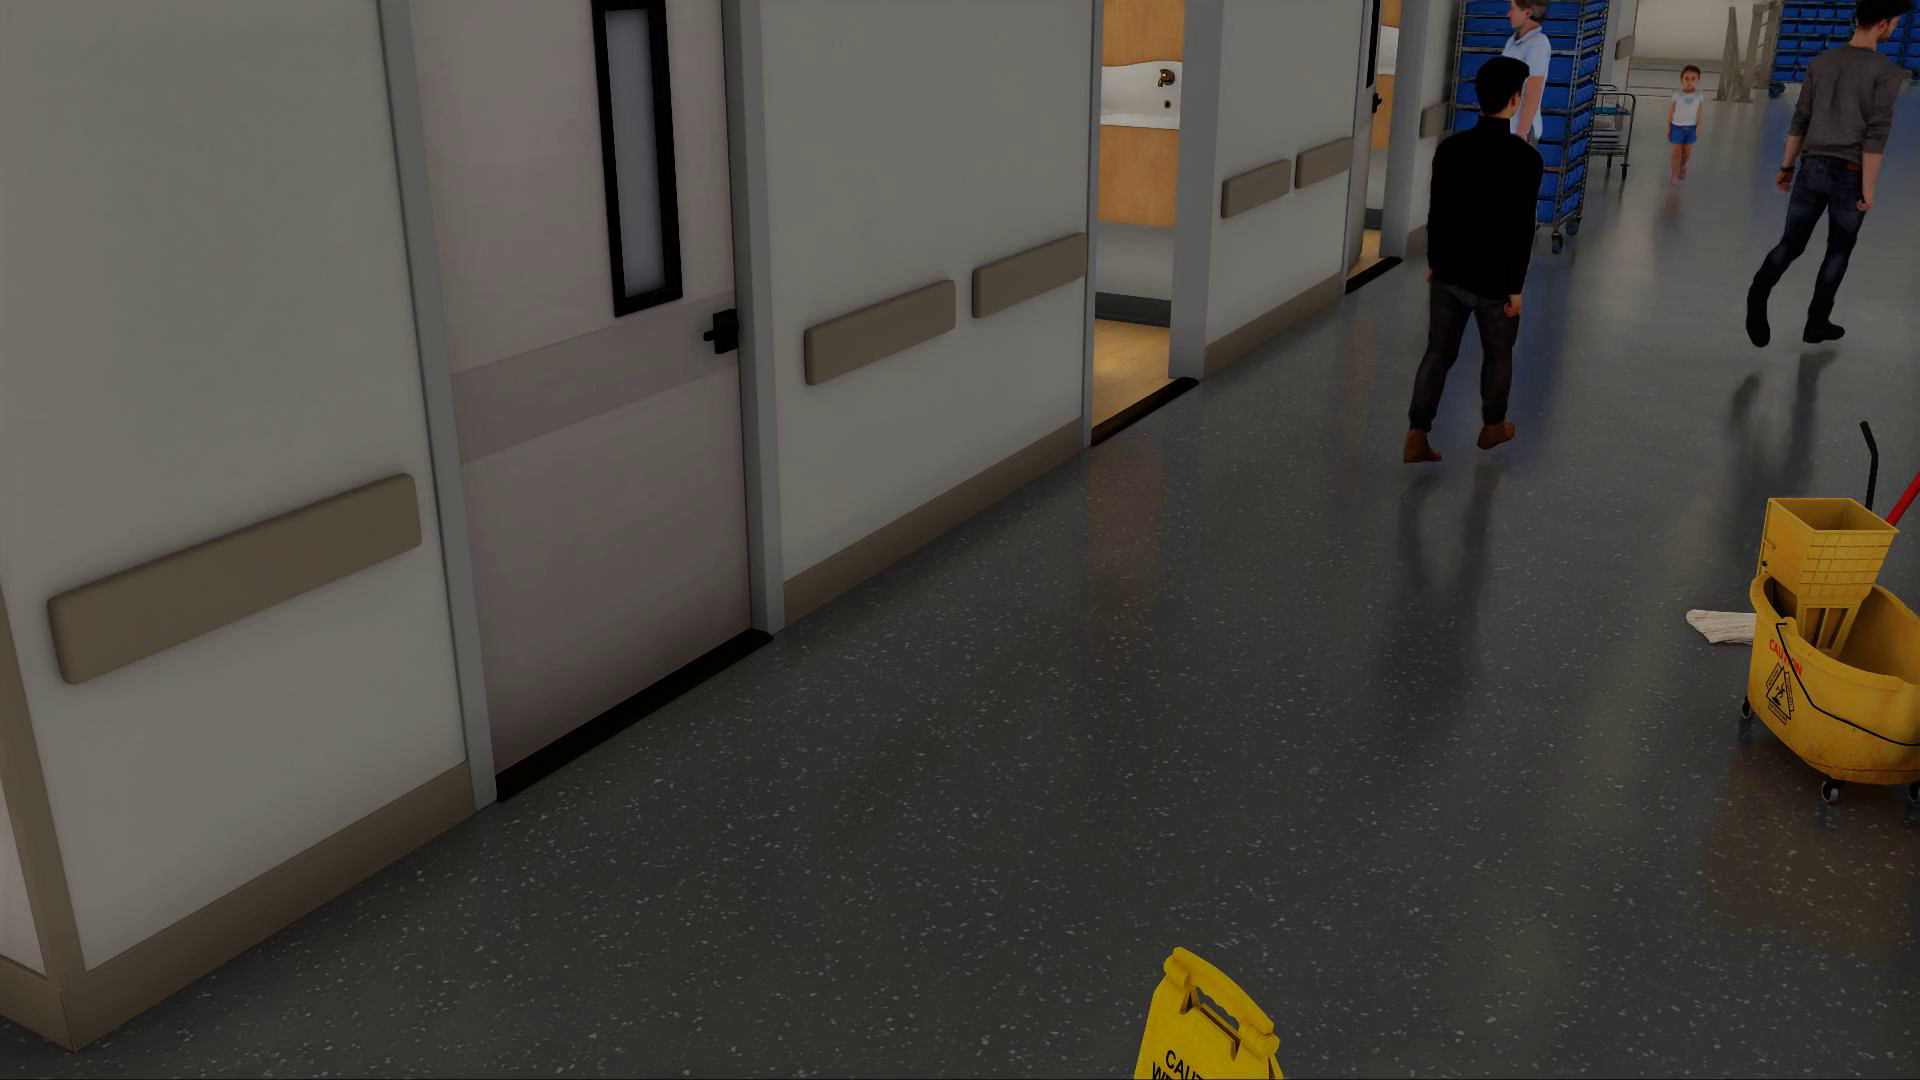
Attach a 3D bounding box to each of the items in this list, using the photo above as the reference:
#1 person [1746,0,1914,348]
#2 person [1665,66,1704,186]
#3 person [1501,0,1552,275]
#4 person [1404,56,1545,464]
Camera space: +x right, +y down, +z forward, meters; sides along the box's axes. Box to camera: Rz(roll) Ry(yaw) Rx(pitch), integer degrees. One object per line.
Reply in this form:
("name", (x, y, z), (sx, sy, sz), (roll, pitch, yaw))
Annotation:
("person", (4.555, -1.896, 8.785), (1.267, 1.861, 1.020), (-16, 26, -36))
("person", (6.330, -3.625, 14.550), (0.471, 1.012, 0.583), (7, 22, 18))
("person", (3.656, -2.670, 10.873), (0.805, 1.830, 0.696), (-1, 21, -2))
("person", (2.113, -1.105, 6.943), (0.803, 1.688, 1.128), (18, 27, 39))
